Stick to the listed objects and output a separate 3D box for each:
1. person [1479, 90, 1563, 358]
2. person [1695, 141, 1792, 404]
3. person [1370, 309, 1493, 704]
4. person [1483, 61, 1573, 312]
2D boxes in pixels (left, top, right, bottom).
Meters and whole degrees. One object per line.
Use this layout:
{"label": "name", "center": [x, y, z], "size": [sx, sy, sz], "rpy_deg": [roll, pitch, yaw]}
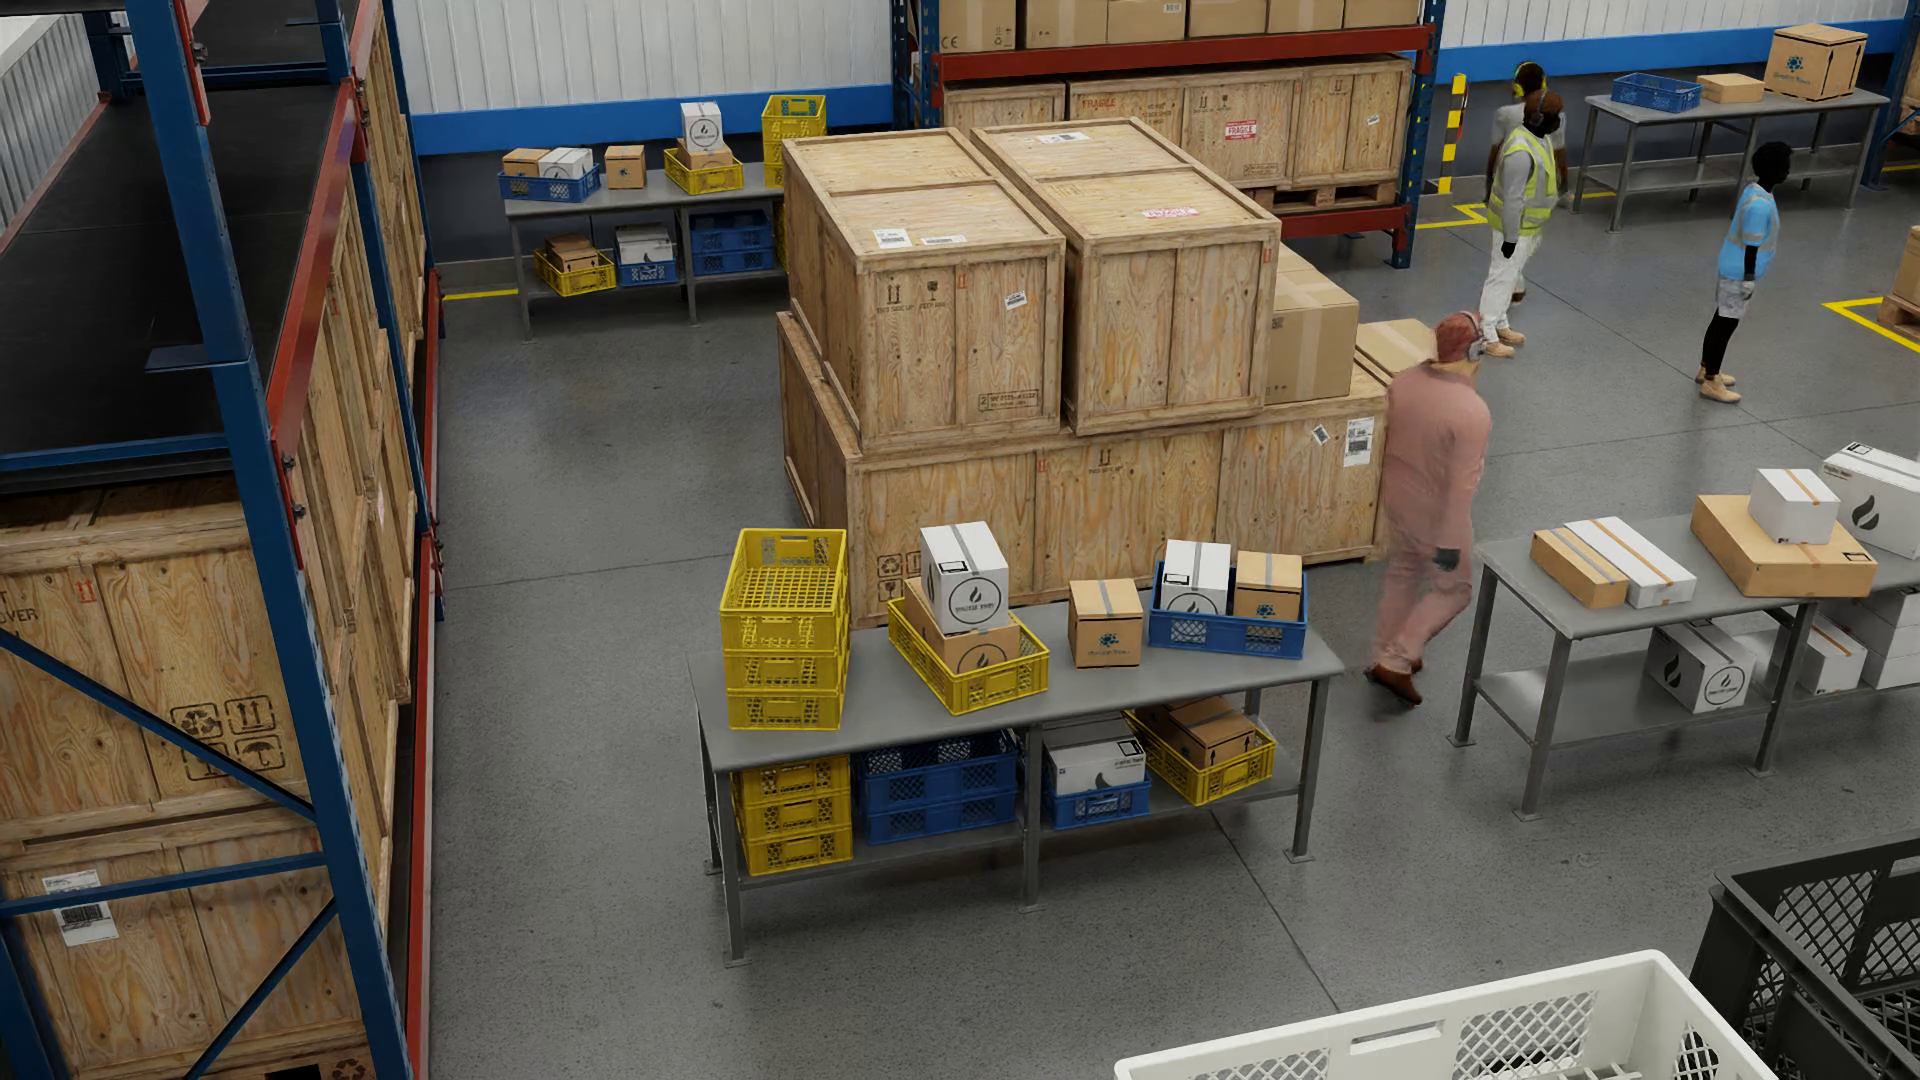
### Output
{"label": "person", "center": [3.838, -2.167, 11.421], "size": [0.432, 1.836, 0.619], "rpy_deg": [14, 32, 23]}
{"label": "person", "center": [5.078, -1.743, 10.782], "size": [0.322, 1.697, 0.530], "rpy_deg": [10, 30, 17]}
{"label": "person", "center": [2.141, -0.149, 7.708], "size": [0.490, 1.876, 0.667], "rpy_deg": [-11, 31, -19]}
{"label": "person", "center": [4.159, -2.568, 12.153], "size": [0.599, 1.823, 0.623], "rpy_deg": [20, 34, 31]}
